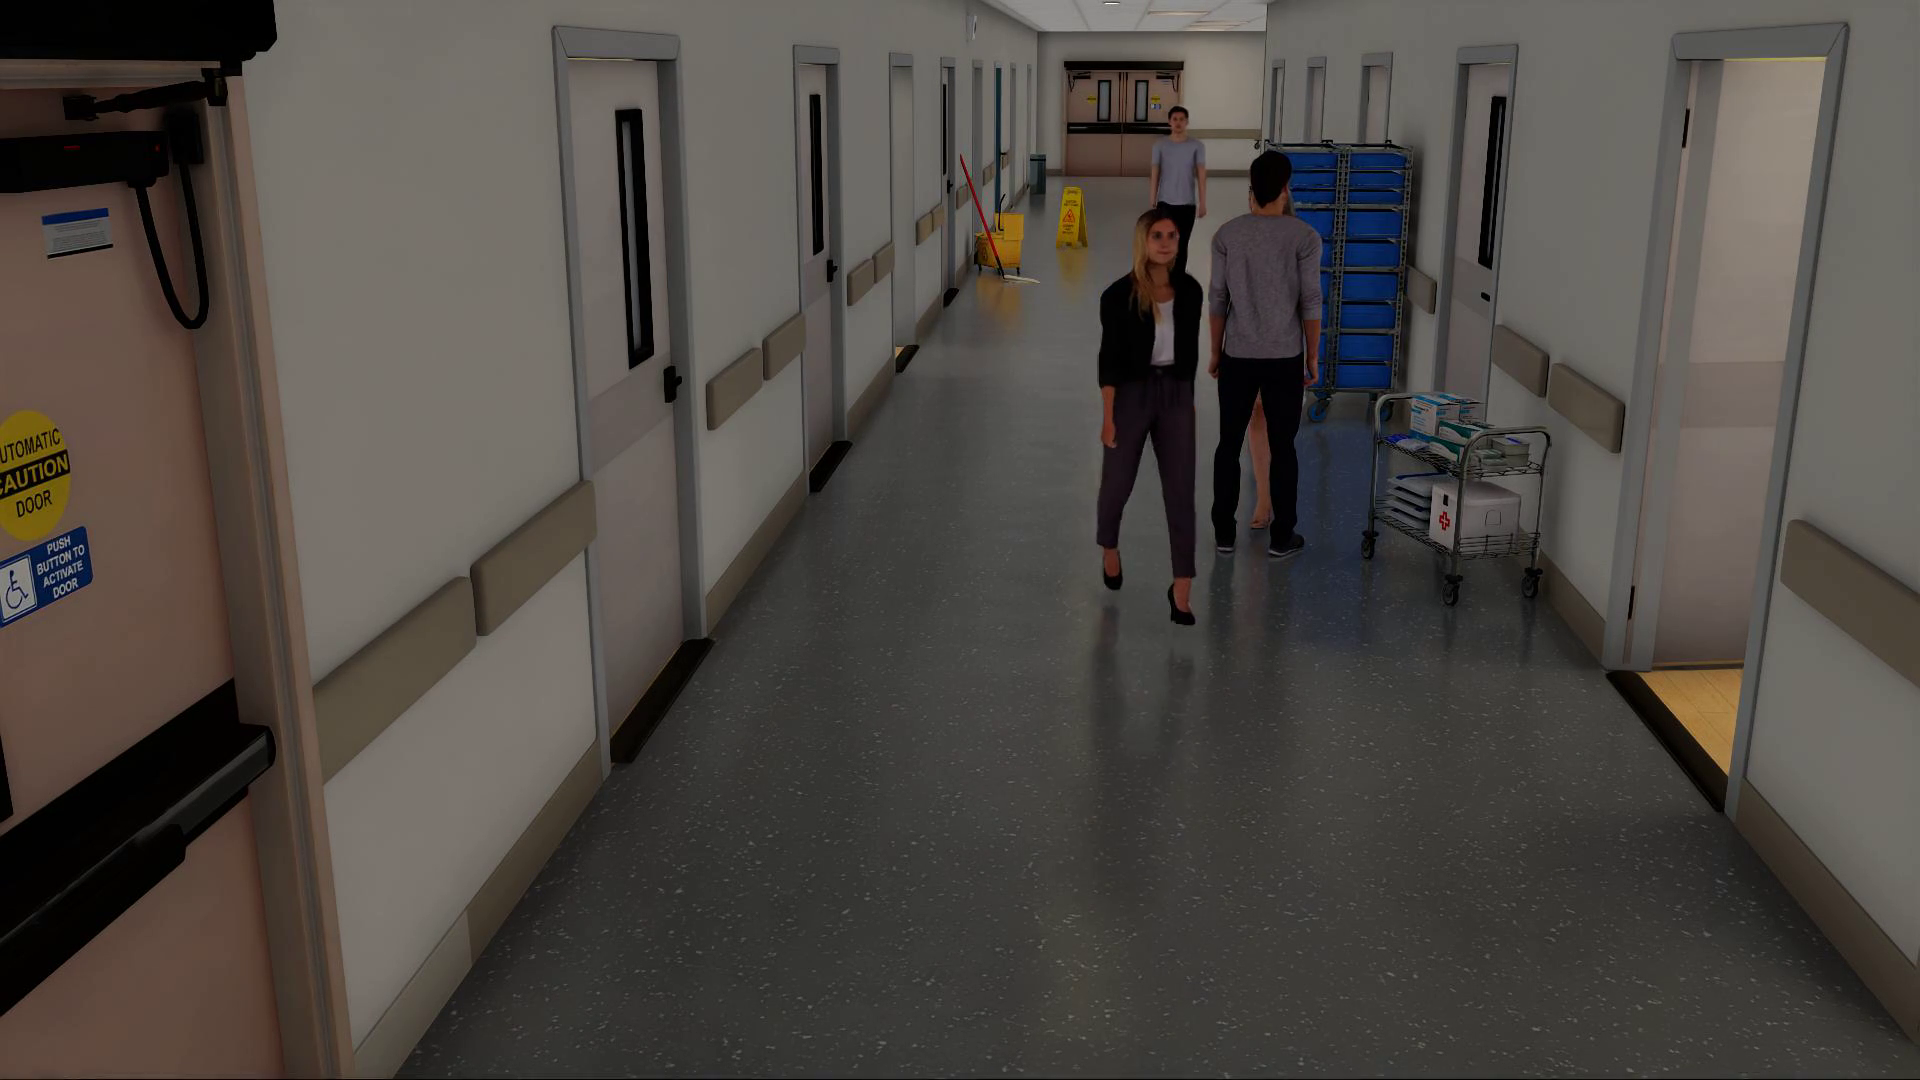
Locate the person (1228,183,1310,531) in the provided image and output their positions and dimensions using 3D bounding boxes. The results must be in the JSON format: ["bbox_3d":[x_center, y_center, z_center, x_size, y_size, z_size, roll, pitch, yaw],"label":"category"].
[{"bbox_3d":[1.523,-0.934,8.186,0.828,1.714,1.082,6,17,21],"label":"person"}]

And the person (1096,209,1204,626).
[{"bbox_3d":[0.732,-0.495,6.803,0.824,1.621,1.113,-4,16,-12],"label":"person"}]

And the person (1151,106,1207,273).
[{"bbox_3d":[2.101,-3.206,16.048,0.687,1.822,1.134,2,16,7],"label":"person"}]

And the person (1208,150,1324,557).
[{"bbox_3d":[1.385,-0.851,7.657,0.716,1.843,0.626,6,17,20],"label":"person"}]
